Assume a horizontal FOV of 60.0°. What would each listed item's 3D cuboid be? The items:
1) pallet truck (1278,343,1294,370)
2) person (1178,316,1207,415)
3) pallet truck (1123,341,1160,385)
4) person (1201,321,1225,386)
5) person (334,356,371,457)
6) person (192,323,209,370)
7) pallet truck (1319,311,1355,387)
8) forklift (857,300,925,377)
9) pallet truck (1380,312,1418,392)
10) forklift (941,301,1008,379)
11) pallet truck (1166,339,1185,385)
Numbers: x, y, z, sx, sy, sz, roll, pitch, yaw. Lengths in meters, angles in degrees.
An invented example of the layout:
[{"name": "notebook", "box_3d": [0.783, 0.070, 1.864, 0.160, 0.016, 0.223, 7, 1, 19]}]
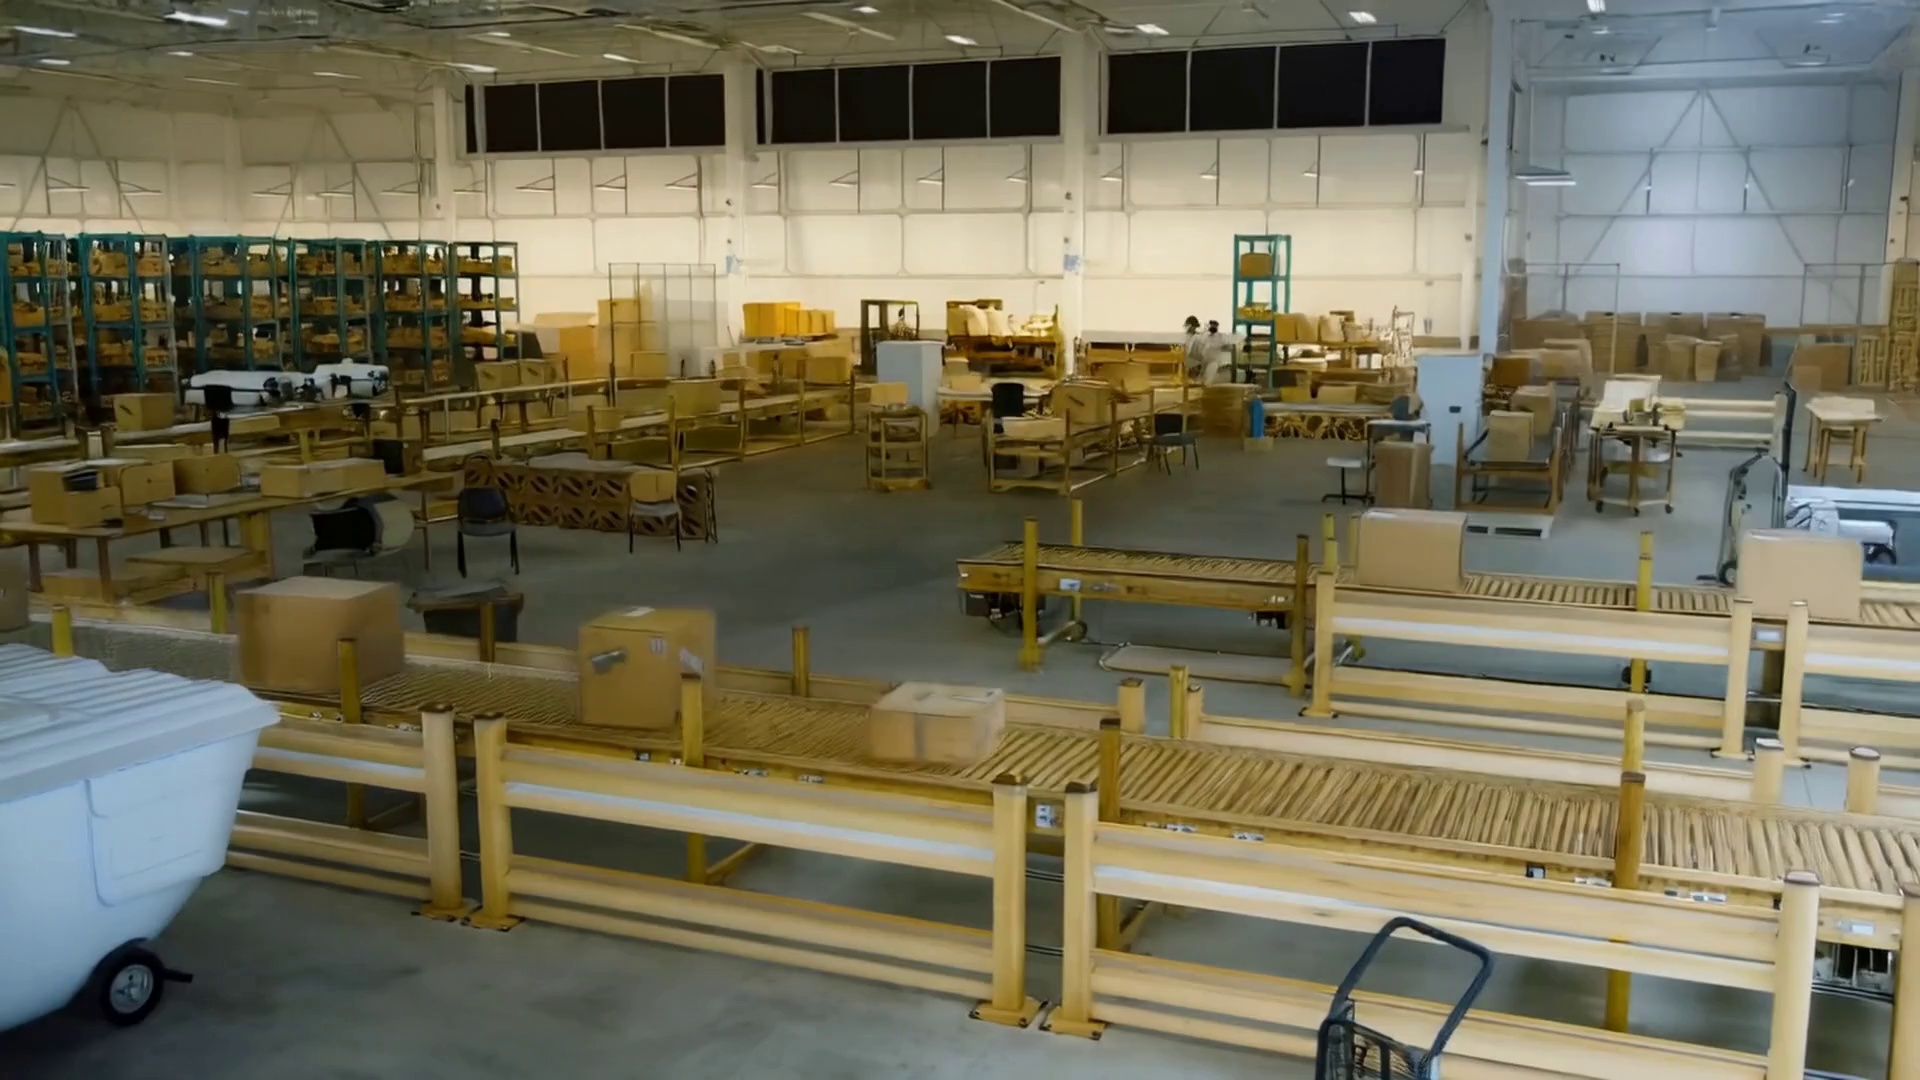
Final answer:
[{"name": "pallet truck", "box_3d": [7.886, -4.163, 39.743, 0.653, 1.274, 1.630, 4, 10, 22]}, {"name": "person", "box_3d": [4.585, -3.459, 33.326, 0.792, 2.015, 0.626, -5, 11, -27]}, {"name": "pallet truck", "box_3d": [4.445, -4.380, 41.279, 0.680, 1.201, 1.601, 4, 10, 22]}, {"name": "person", "box_3d": [5.500, -3.783, 35.743, 0.932, 1.870, 0.640, -2, 10, -13]}, {"name": "person", "box_3d": [-8.619, -1.705, 23.534, 0.534, 1.780, 0.476, 3, 10, 20]}, {"name": "person", "box_3d": [-17.883, -4.319, 39.093, 0.560, 1.837, 0.389, -3, 10, -20]}, {"name": "pallet truck", "box_3d": [9.071, -4.419, 39.190, 0.823, 1.965, 1.885, 5, 10, 26]}, {"name": "forklift", "box_3d": [-1.732, -5.109, 42.468, 1.157, 1.987, 2.680, 4, 10, 22]}, {"name": "pallet truck", "box_3d": [10.207, -4.283, 38.369, 0.823, 1.965, 1.885, 3, 10, 20]}, {"name": "forklift", "box_3d": [0.365, -4.966, 41.571, 1.157, 1.987, 2.680, 3, 10, 20]}, {"name": "pallet truck", "box_3d": [5.418, -4.269, 40.420, 0.704, 1.261, 1.522, 3, 10, 20]}]
